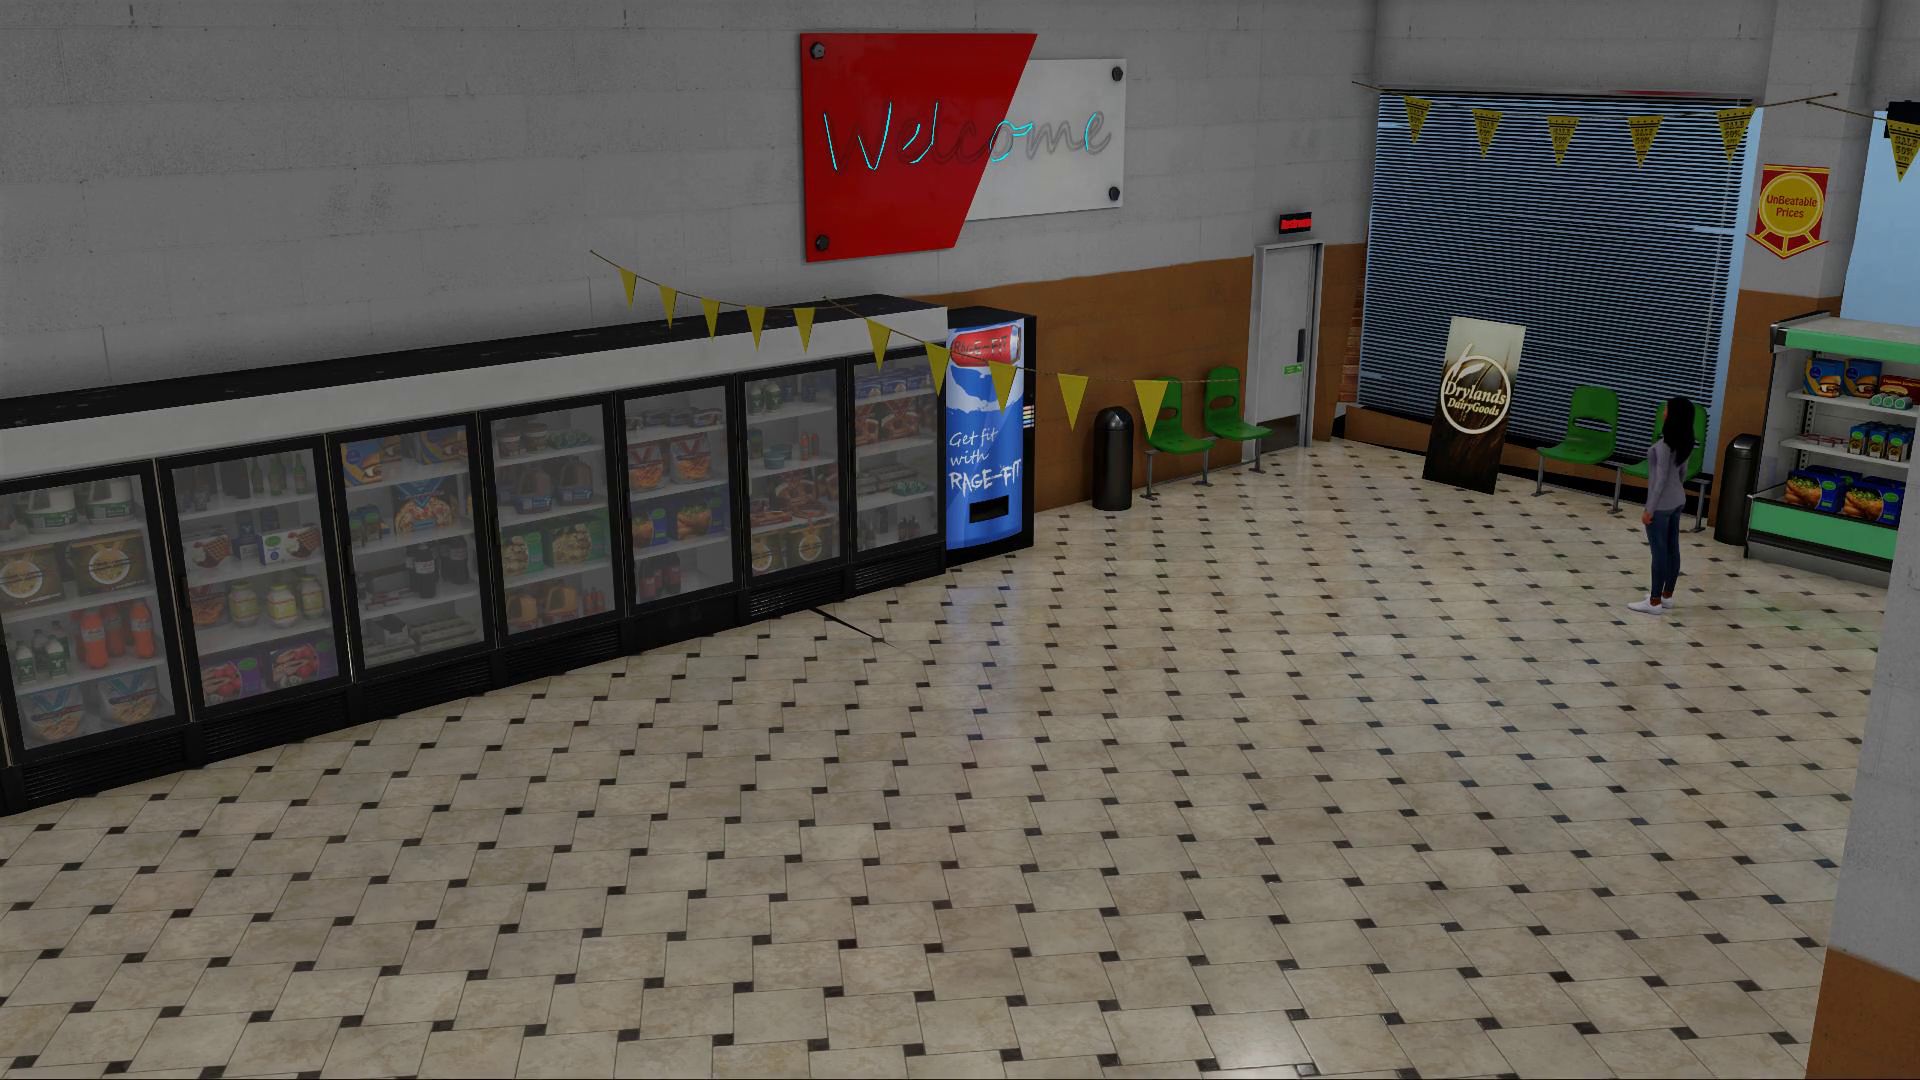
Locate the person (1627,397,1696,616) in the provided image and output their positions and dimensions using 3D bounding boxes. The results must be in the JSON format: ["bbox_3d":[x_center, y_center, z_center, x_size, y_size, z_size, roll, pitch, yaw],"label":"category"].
[{"bbox_3d":[5.587,-0.275,13.131,0.597,1.735,0.508,-13,21,-37],"label":"person"}]
